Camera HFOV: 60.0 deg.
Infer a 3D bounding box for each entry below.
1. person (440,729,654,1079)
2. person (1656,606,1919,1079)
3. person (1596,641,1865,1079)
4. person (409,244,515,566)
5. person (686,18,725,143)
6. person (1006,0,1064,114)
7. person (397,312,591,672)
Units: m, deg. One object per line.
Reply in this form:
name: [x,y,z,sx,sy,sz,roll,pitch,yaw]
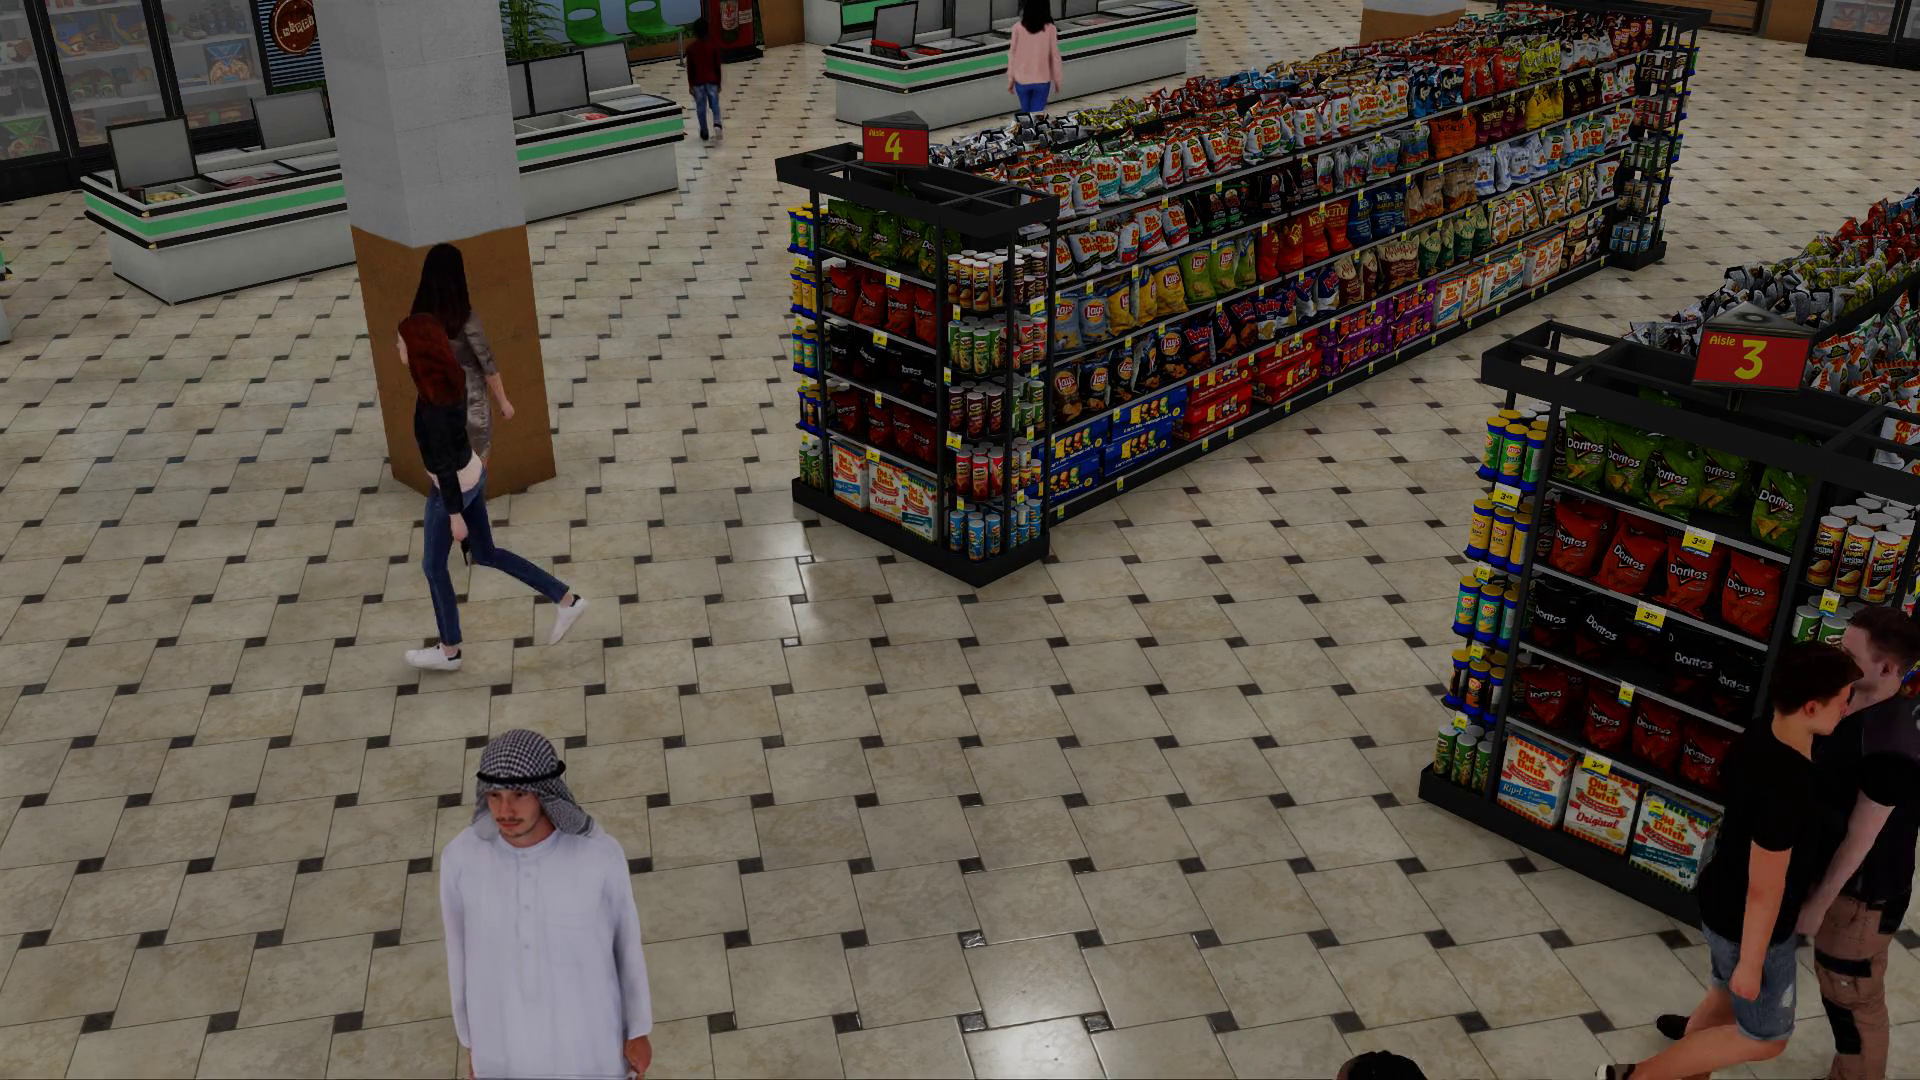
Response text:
person: [-1.100,1.328,4.497,0.808,1.926,0.880,-2,27,-4]
person: [2.852,1.044,5.187,1.015,1.808,0.985,4,27,8]
person: [2.292,1.108,5.028,0.919,1.838,0.875,8,28,15]
person: [-2.627,-0.653,8.616,0.670,1.734,0.680,14,30,25]
person: [-2.631,-4.732,17.198,0.664,1.247,0.694,-9,28,-16]
person: [0.663,-4.279,15.761,0.927,1.739,1.120,10,29,19]
person: [-2.224,-0.190,7.673,1.149,1.762,1.027,-3,27,-6]
